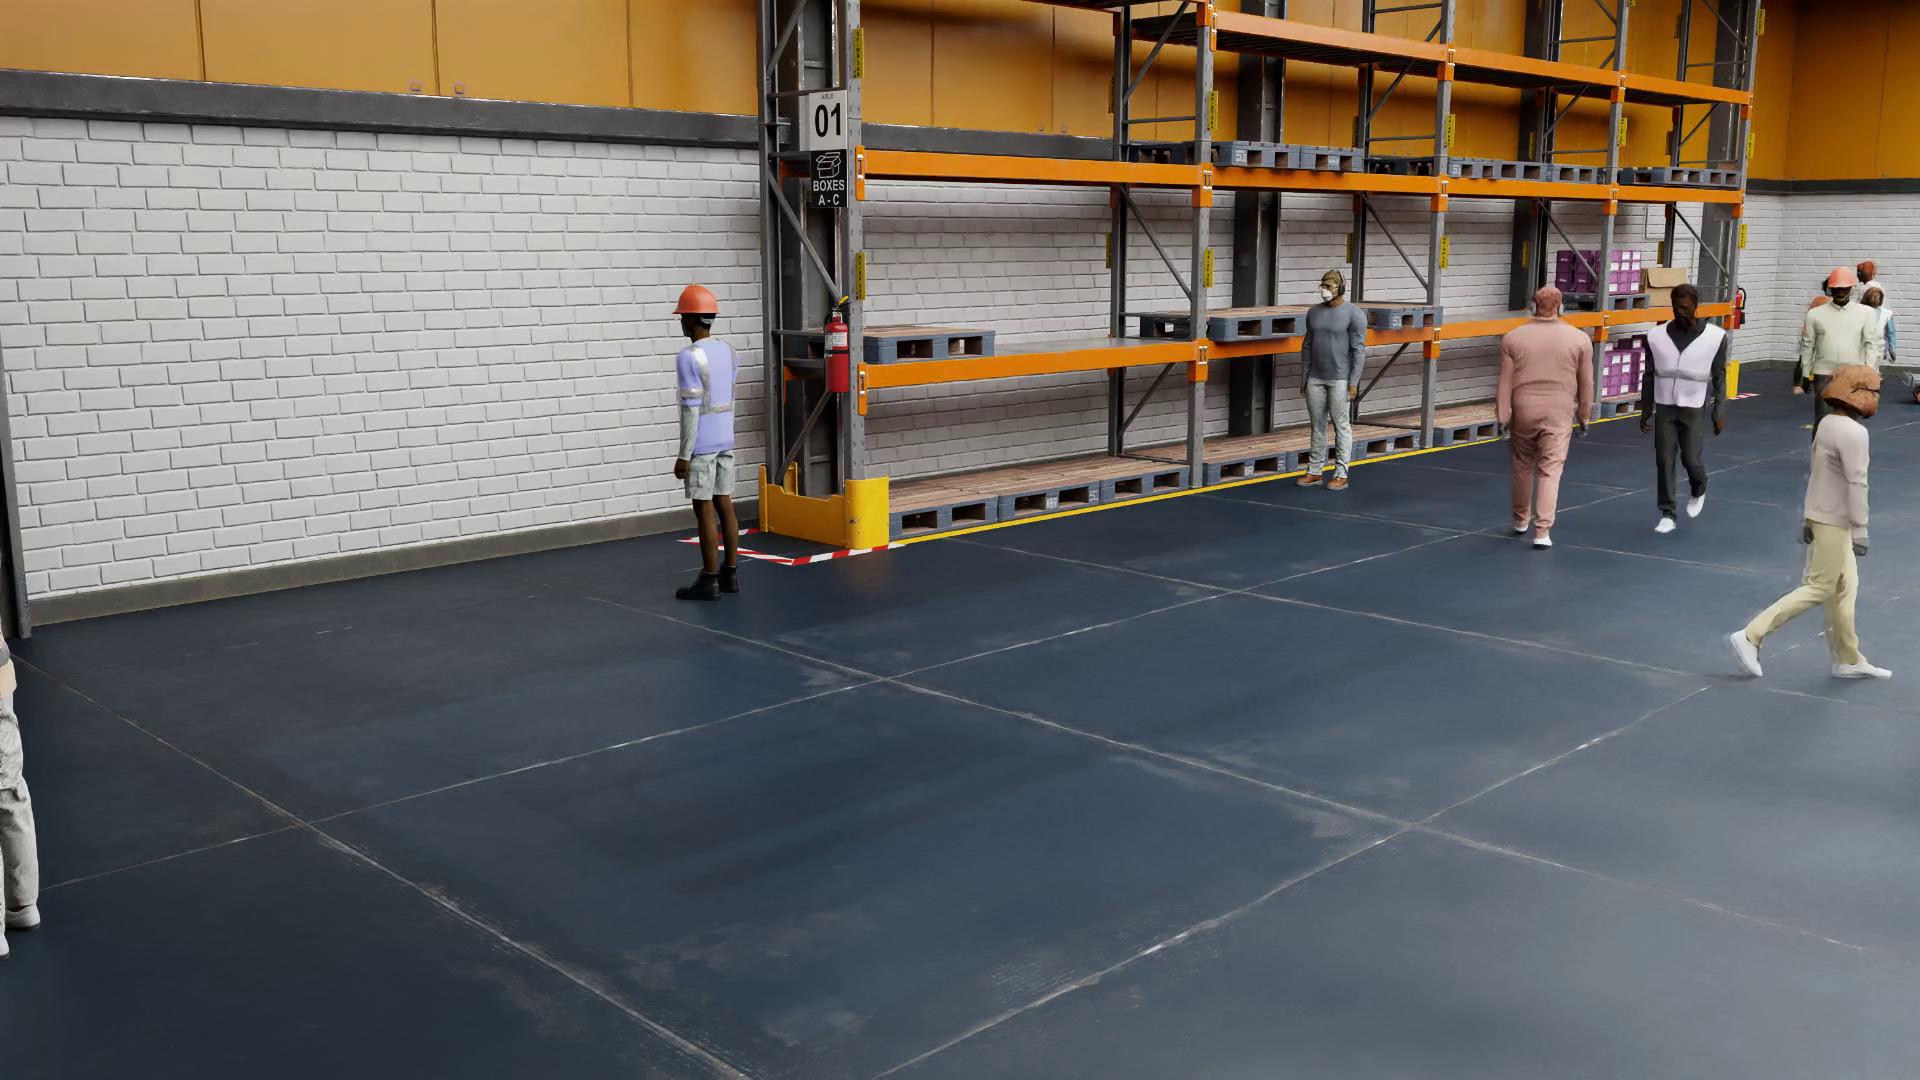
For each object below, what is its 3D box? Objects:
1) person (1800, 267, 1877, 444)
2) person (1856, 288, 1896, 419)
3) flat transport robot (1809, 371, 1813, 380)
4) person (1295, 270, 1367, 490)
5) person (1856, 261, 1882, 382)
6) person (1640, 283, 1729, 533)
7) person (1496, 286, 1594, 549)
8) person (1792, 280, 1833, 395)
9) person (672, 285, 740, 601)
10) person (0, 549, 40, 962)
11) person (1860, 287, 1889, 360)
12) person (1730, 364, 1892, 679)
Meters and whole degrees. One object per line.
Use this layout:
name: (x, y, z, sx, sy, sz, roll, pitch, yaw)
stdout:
person: (8.287, -1.598, 15.726, 0.609, 1.953, 0.990, 4, 11, 21)
person: (11.121, -2.255, 20.267, 0.516, 1.595, 0.859, 1, 10, 3)
flat transport robot: (13.510, -2.589, 25.691, 0.652, 0.197, 1.431, 7, 13, 34)
person: (3.280, -1.413, 14.728, 0.371, 1.941, 0.627, -9, 14, -42)
person: (12.947, -3.043, 23.802, 0.614, 1.875, 0.386, -10, 14, -44)
person: (5.528, -1.010, 12.685, 0.597, 1.890, 0.660, 8, 13, 36)
person: (4.282, -0.905, 12.158, 0.649, 1.861, 0.968, 5, 12, 26)
person: (12.032, -2.837, 23.273, 0.595, 1.652, 0.539, -1, 10, -8)
person: (-1.583, -0.592, 10.248, 0.368, 1.939, 0.542, 5, 11, 25)
person: (-3.089, 0.498, 5.119, 0.315, 1.641, 0.514, 0, 10, -2)
person: (11.741, -2.489, 21.572, 0.508, 1.576, 0.904, 2, 11, 11)
person: (4.344, -0.086, 8.375, 0.734, 1.607, 0.516, 2, 11, 13)
